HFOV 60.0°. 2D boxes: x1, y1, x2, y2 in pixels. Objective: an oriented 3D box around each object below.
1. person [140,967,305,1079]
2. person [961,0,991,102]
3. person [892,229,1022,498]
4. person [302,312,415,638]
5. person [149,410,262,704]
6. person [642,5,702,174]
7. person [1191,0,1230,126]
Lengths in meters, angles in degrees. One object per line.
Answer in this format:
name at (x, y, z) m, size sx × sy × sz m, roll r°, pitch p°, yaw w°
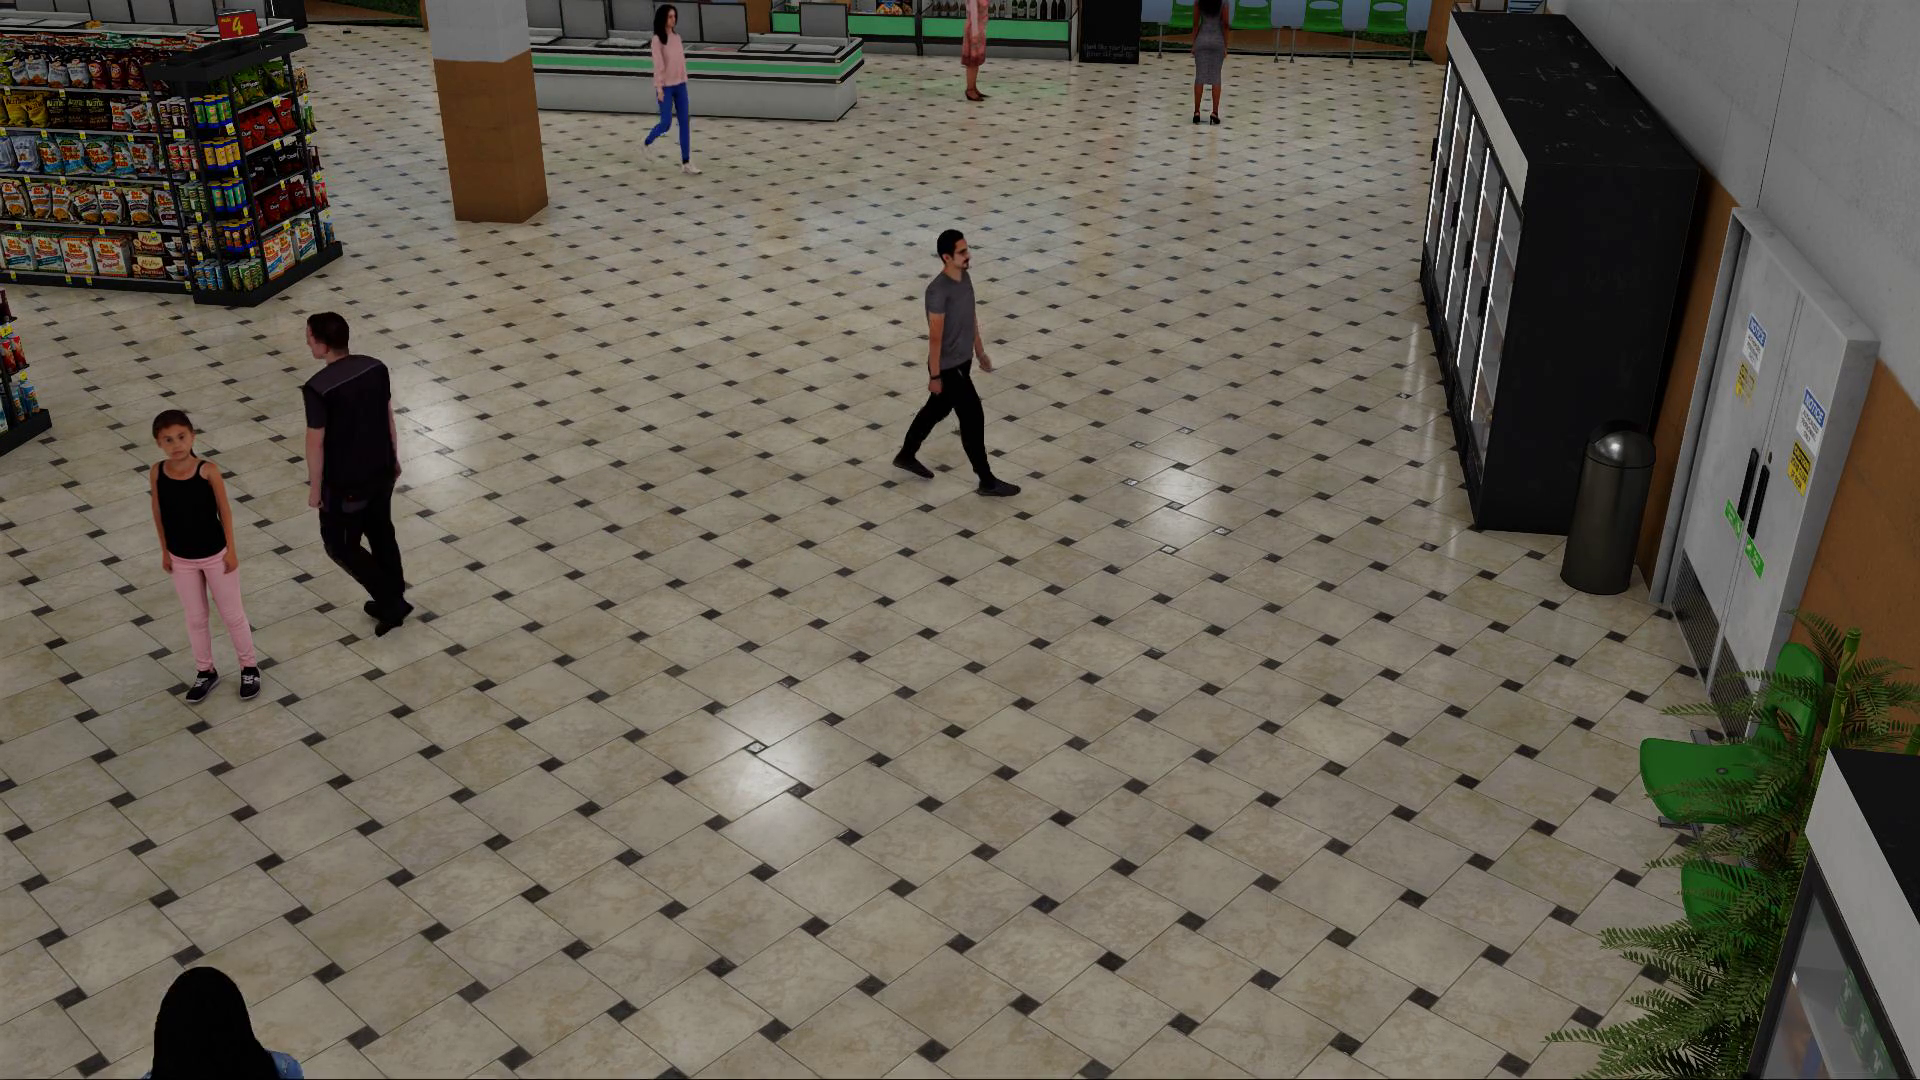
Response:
person at (-1.947, 1.949, 4.555) m, size 1.197 × 1.663 × 1.017 m, roll -6°, pitch 28°, yaw -12°
person at (0.192, -6.460, 21.106) m, size 0.570 × 1.690 × 0.581 m, roll 6°, pitch 27°, yaw 11°
person at (-0.127, -1.122, 10.545) m, size 1.151 × 1.722 × 0.692 m, roll 7°, pitch 28°, yaw 14°
person at (-3.129, -0.307, 8.813) m, size 0.924 × 1.835 × 0.878 m, roll 14°, pitch 30°, yaw 25°
person at (-3.814, 0.077, 8.357) m, size 0.525 × 1.563 × 0.639 m, roll -3°, pitch 27°, yaw -5°
person at (-3.156, -4.813, 17.792) m, size 1.163 × 1.751 × 0.979 m, roll 20°, pitch 33°, yaw 33°
person at (2.977, -5.870, 19.845) m, size 0.493 × 1.780 × 0.672 m, roll 8°, pitch 28°, yaw 15°
